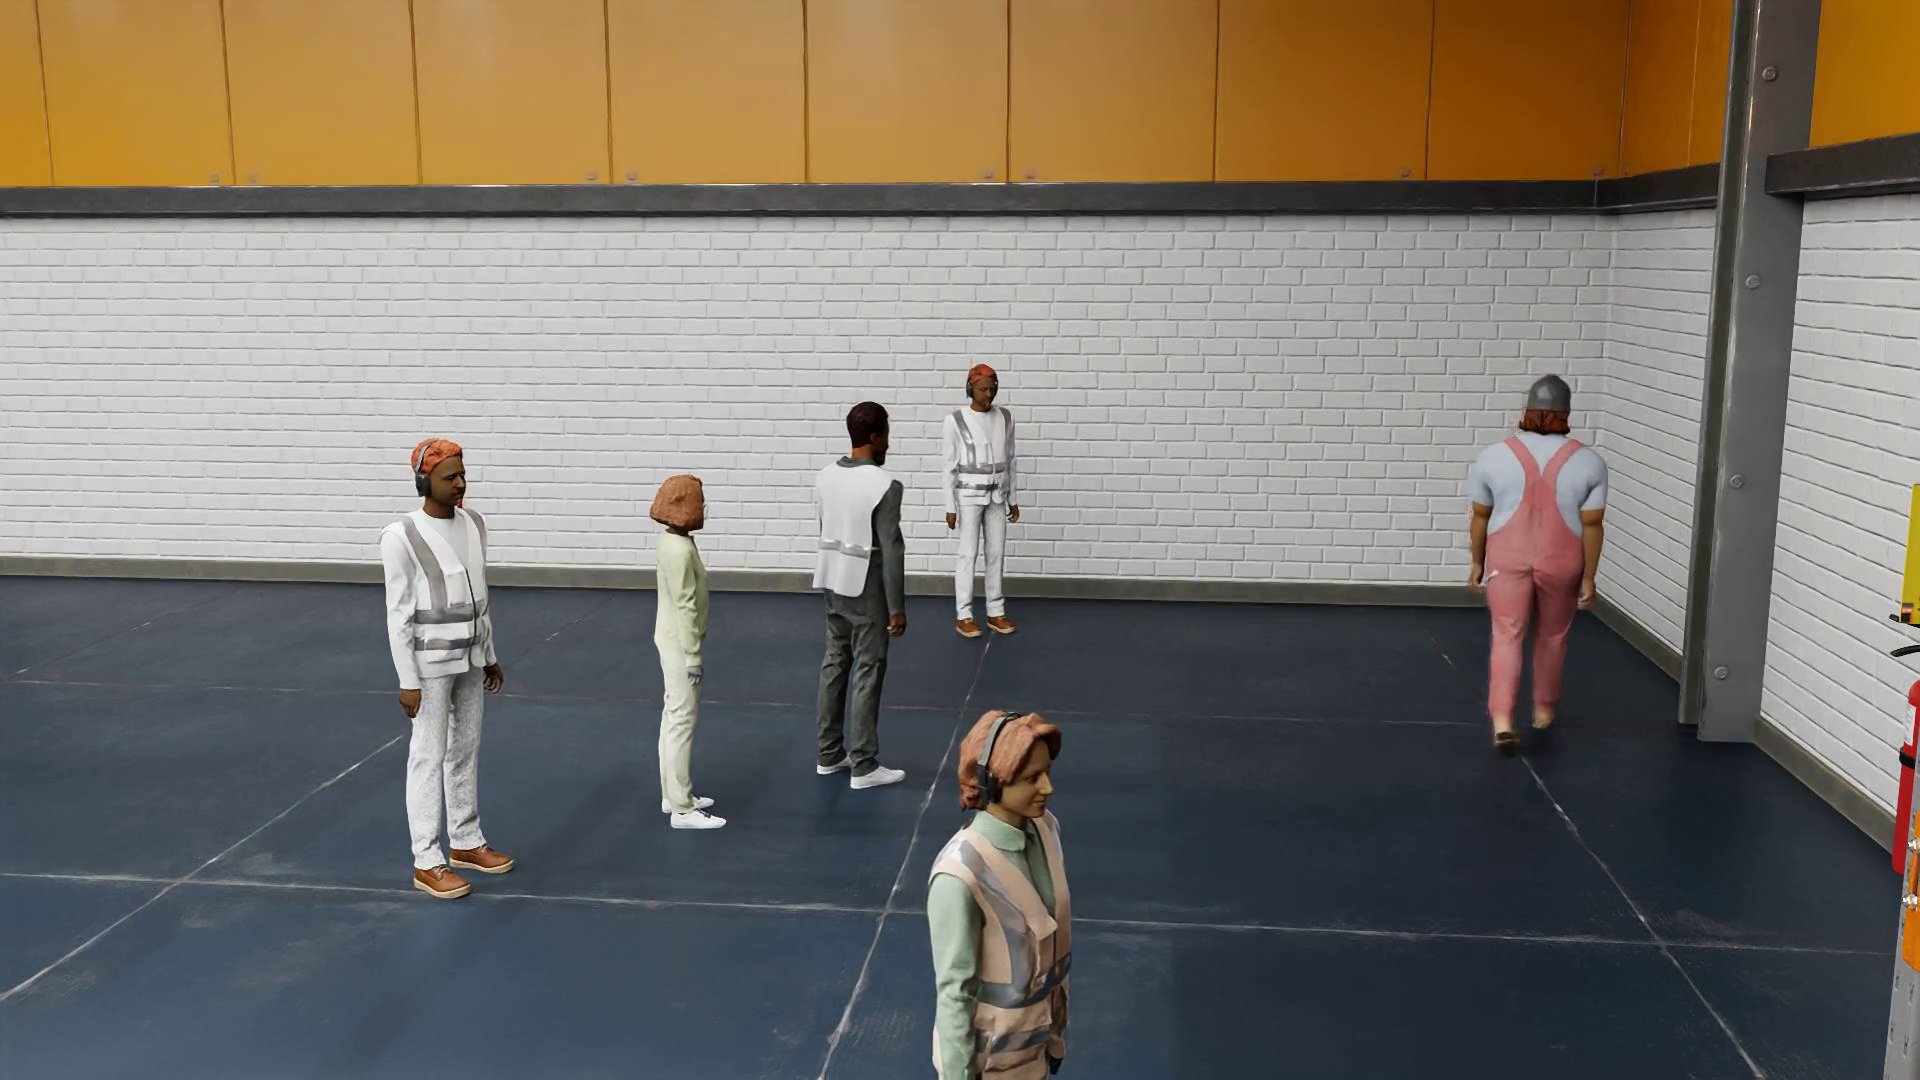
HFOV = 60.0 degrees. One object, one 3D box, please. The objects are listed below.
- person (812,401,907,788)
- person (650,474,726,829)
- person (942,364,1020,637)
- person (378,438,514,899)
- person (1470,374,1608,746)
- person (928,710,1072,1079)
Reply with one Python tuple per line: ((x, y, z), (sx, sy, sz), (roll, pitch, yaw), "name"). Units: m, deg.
((-0.511, 0.268, 8.271), (0.401, 1.909, 0.588), (-9, 13, -40), "person")
((-1.265, 0.510, 7.671), (0.277, 1.630, 0.504), (-3, 10, -17), "person")
((0.147, -0.270, 11.435), (0.583, 1.879, 0.365), (-6, 12, -32), "person")
((-2.122, 0.518, 6.896), (0.353, 1.883, 0.578), (4, 11, 22), "person")
((3.093, 0.082, 8.944), (0.682, 2.000, 0.974), (4, 11, 21), "person")
((0.093, 1.183, 3.789), (0.309, 1.639, 0.523), (5, 11, 26), "person")
